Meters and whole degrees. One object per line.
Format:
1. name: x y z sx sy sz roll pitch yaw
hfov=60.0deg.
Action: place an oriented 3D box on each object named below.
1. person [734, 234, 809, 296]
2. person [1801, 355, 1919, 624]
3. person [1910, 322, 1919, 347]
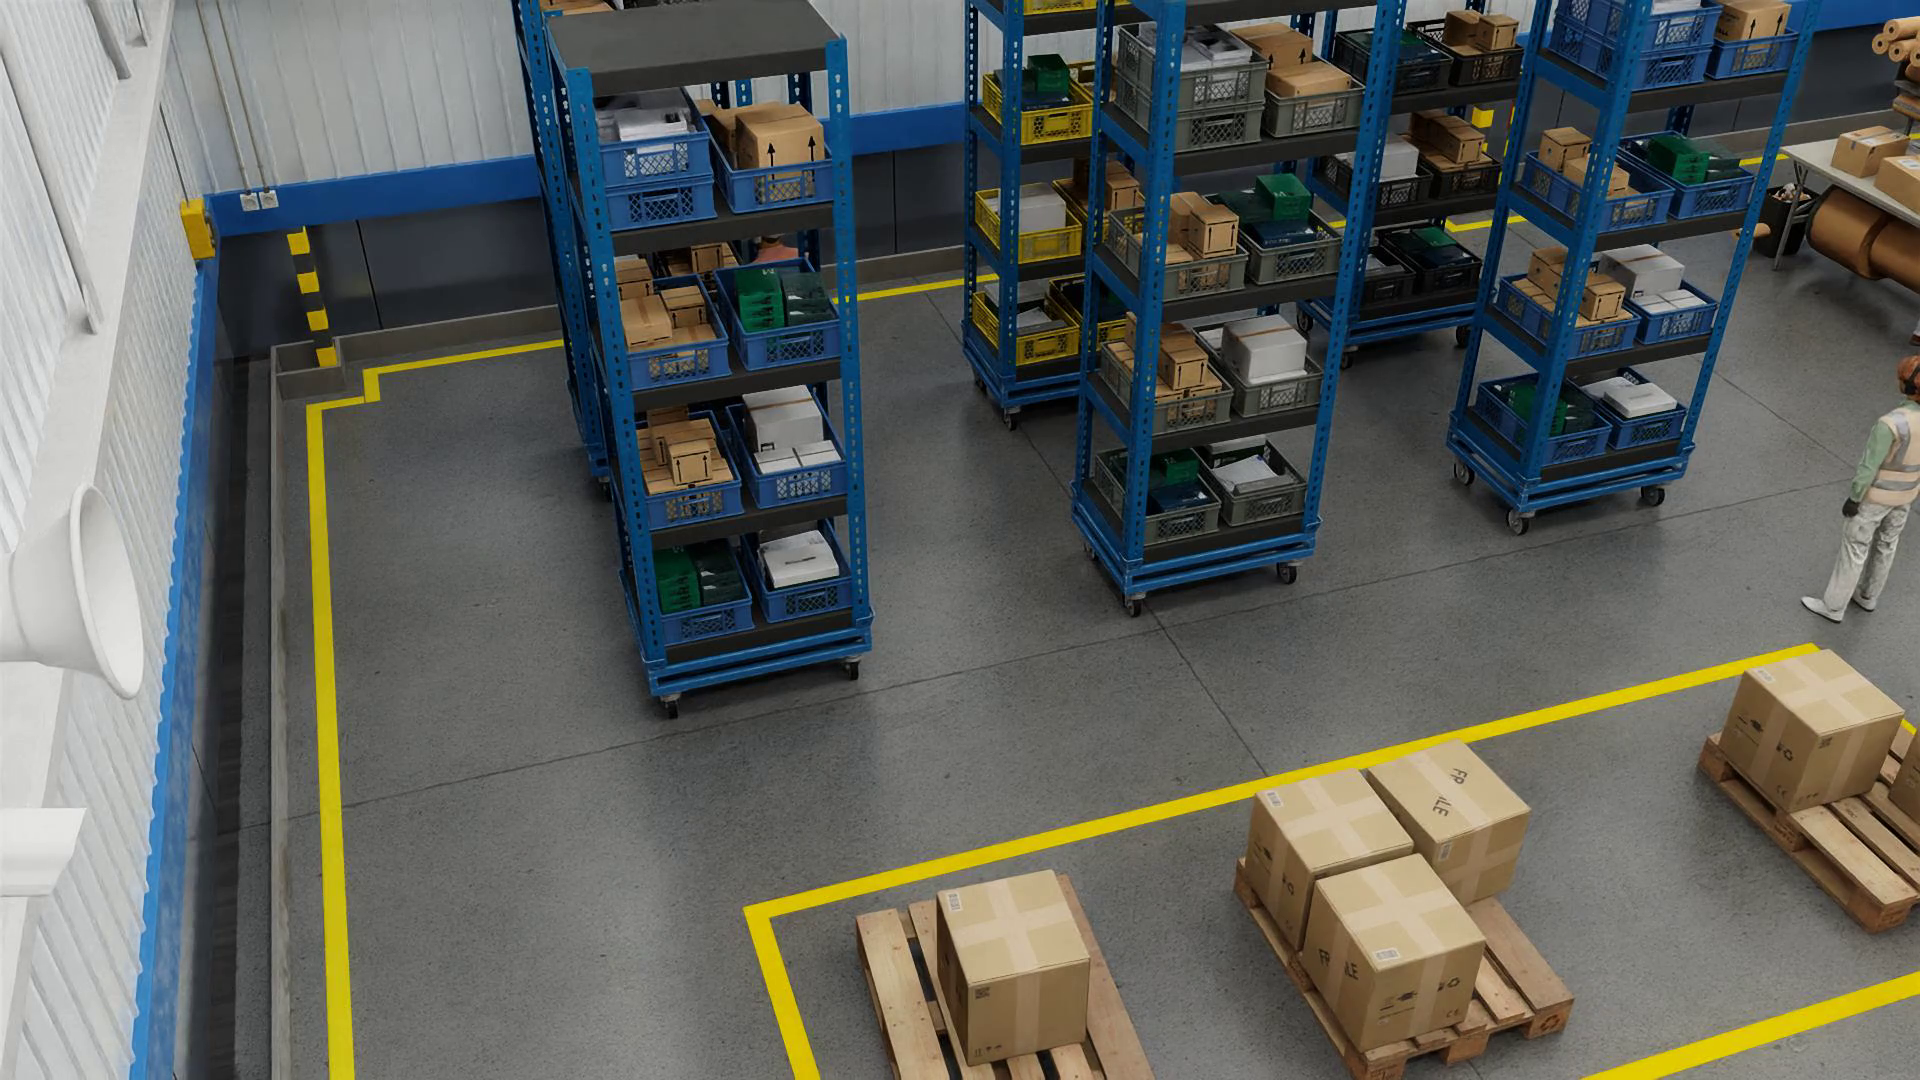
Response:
1. person: -1.136 -1.173 10.224 0.622 1.982 0.412 -30 45 -35
2. person: 5.130 -0.267 9.239 0.521 1.632 0.313 -16 38 -21
3. person: 7.171 -2.135 11.635 0.384 1.931 0.640 4 35 5
